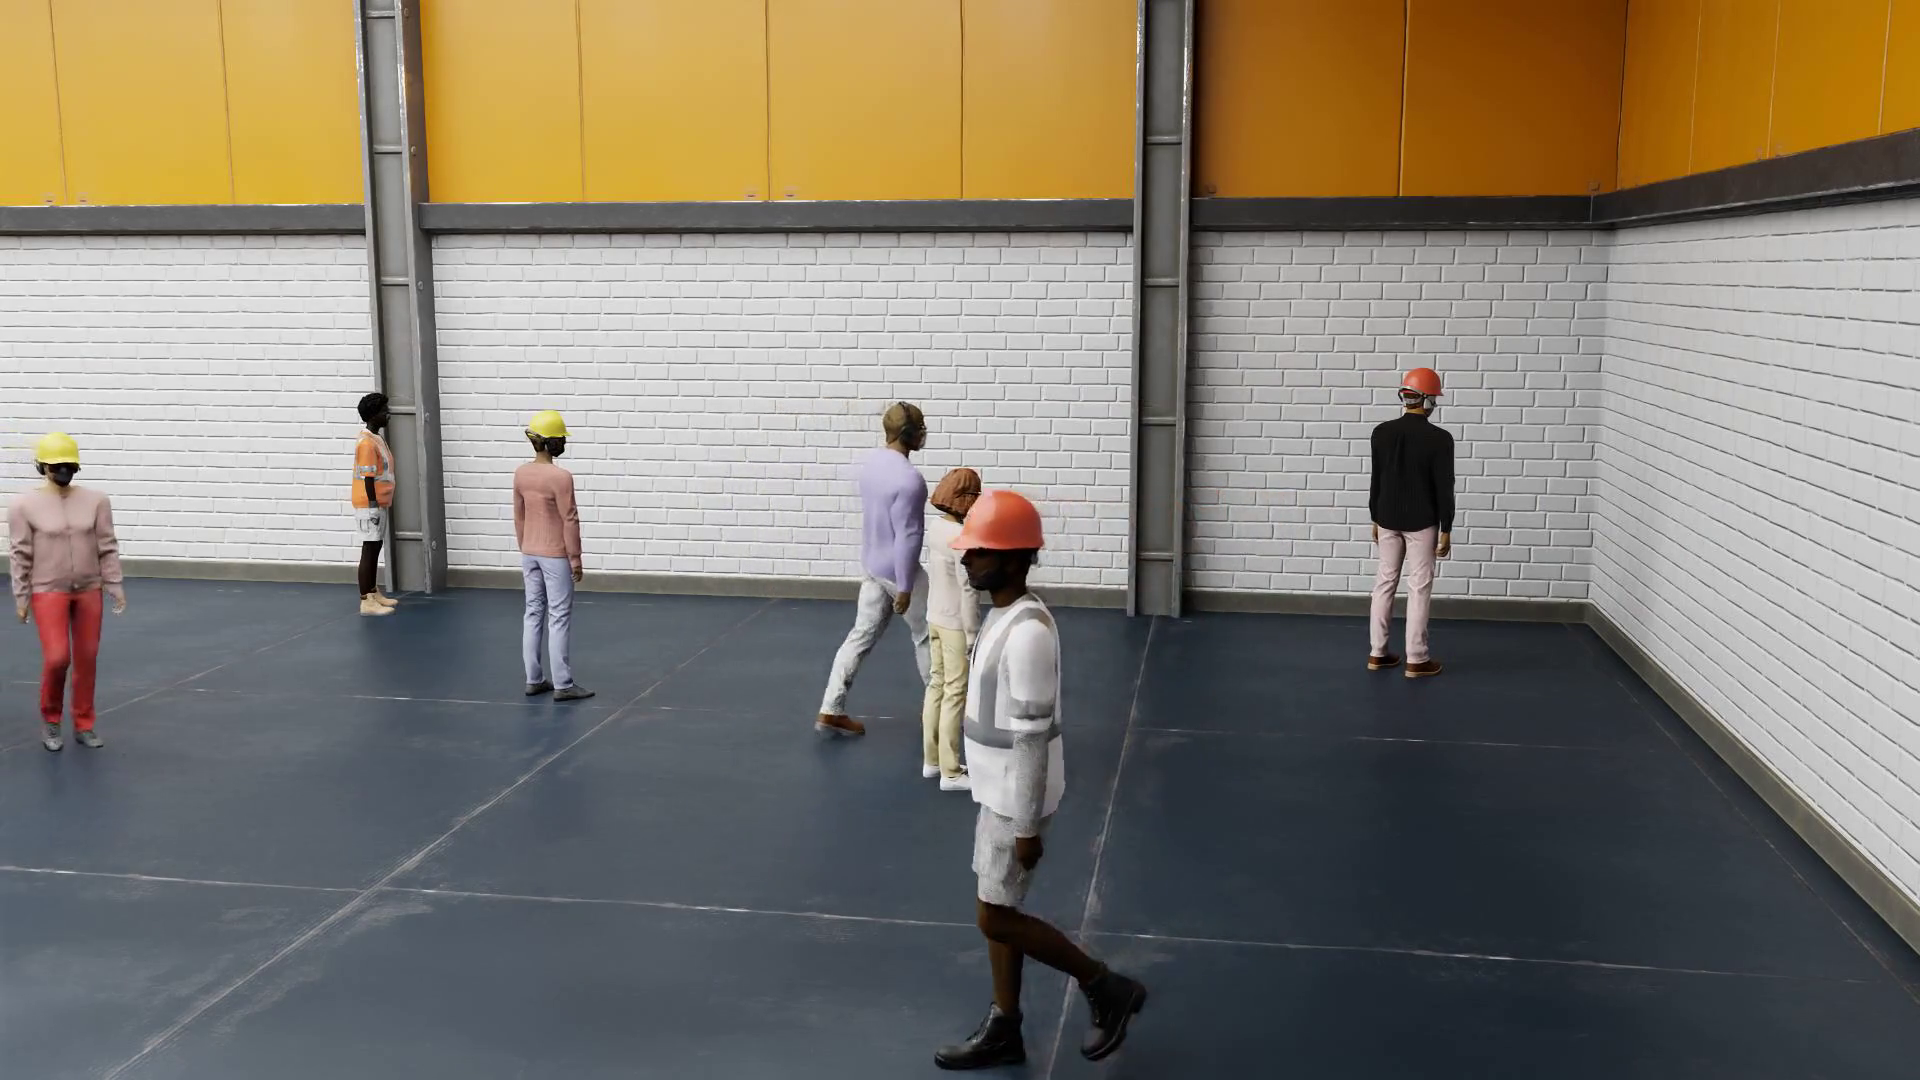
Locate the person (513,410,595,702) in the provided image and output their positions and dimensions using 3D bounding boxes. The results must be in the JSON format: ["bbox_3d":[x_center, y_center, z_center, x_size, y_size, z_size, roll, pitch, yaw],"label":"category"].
[{"bbox_3d":[-2.481,0.096,10.104,0.532,1.768,0.311,7,11,36],"label":"person"}]

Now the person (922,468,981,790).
[{"bbox_3d":[-0.024,0.445,8.376,0.270,1.627,0.498,-4,10,-24],"label":"person"}]

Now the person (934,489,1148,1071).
[{"bbox_3d":[0.246,0.789,5.325,0.585,1.926,0.543,-1,9,-4],"label":"person"}]

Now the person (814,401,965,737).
[{"bbox_3d":[-0.375,0.172,9.274,1.012,1.897,0.642,-5,11,-30],"label":"person"}]

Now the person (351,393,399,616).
[{"bbox_3d":[-4.449,-0.274,12.629,0.322,1.690,0.532,-2,9,-13],"label":"person"}]

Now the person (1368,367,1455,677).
[{"bbox_3d":[2.918,-0.113,10.717,0.402,1.988,0.613,-8,12,-42],"label":"person"}]

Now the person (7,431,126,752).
[{"bbox_3d":[-4.812,0.286,8.994,0.381,1.754,0.525,8,12,40],"label":"person"}]
